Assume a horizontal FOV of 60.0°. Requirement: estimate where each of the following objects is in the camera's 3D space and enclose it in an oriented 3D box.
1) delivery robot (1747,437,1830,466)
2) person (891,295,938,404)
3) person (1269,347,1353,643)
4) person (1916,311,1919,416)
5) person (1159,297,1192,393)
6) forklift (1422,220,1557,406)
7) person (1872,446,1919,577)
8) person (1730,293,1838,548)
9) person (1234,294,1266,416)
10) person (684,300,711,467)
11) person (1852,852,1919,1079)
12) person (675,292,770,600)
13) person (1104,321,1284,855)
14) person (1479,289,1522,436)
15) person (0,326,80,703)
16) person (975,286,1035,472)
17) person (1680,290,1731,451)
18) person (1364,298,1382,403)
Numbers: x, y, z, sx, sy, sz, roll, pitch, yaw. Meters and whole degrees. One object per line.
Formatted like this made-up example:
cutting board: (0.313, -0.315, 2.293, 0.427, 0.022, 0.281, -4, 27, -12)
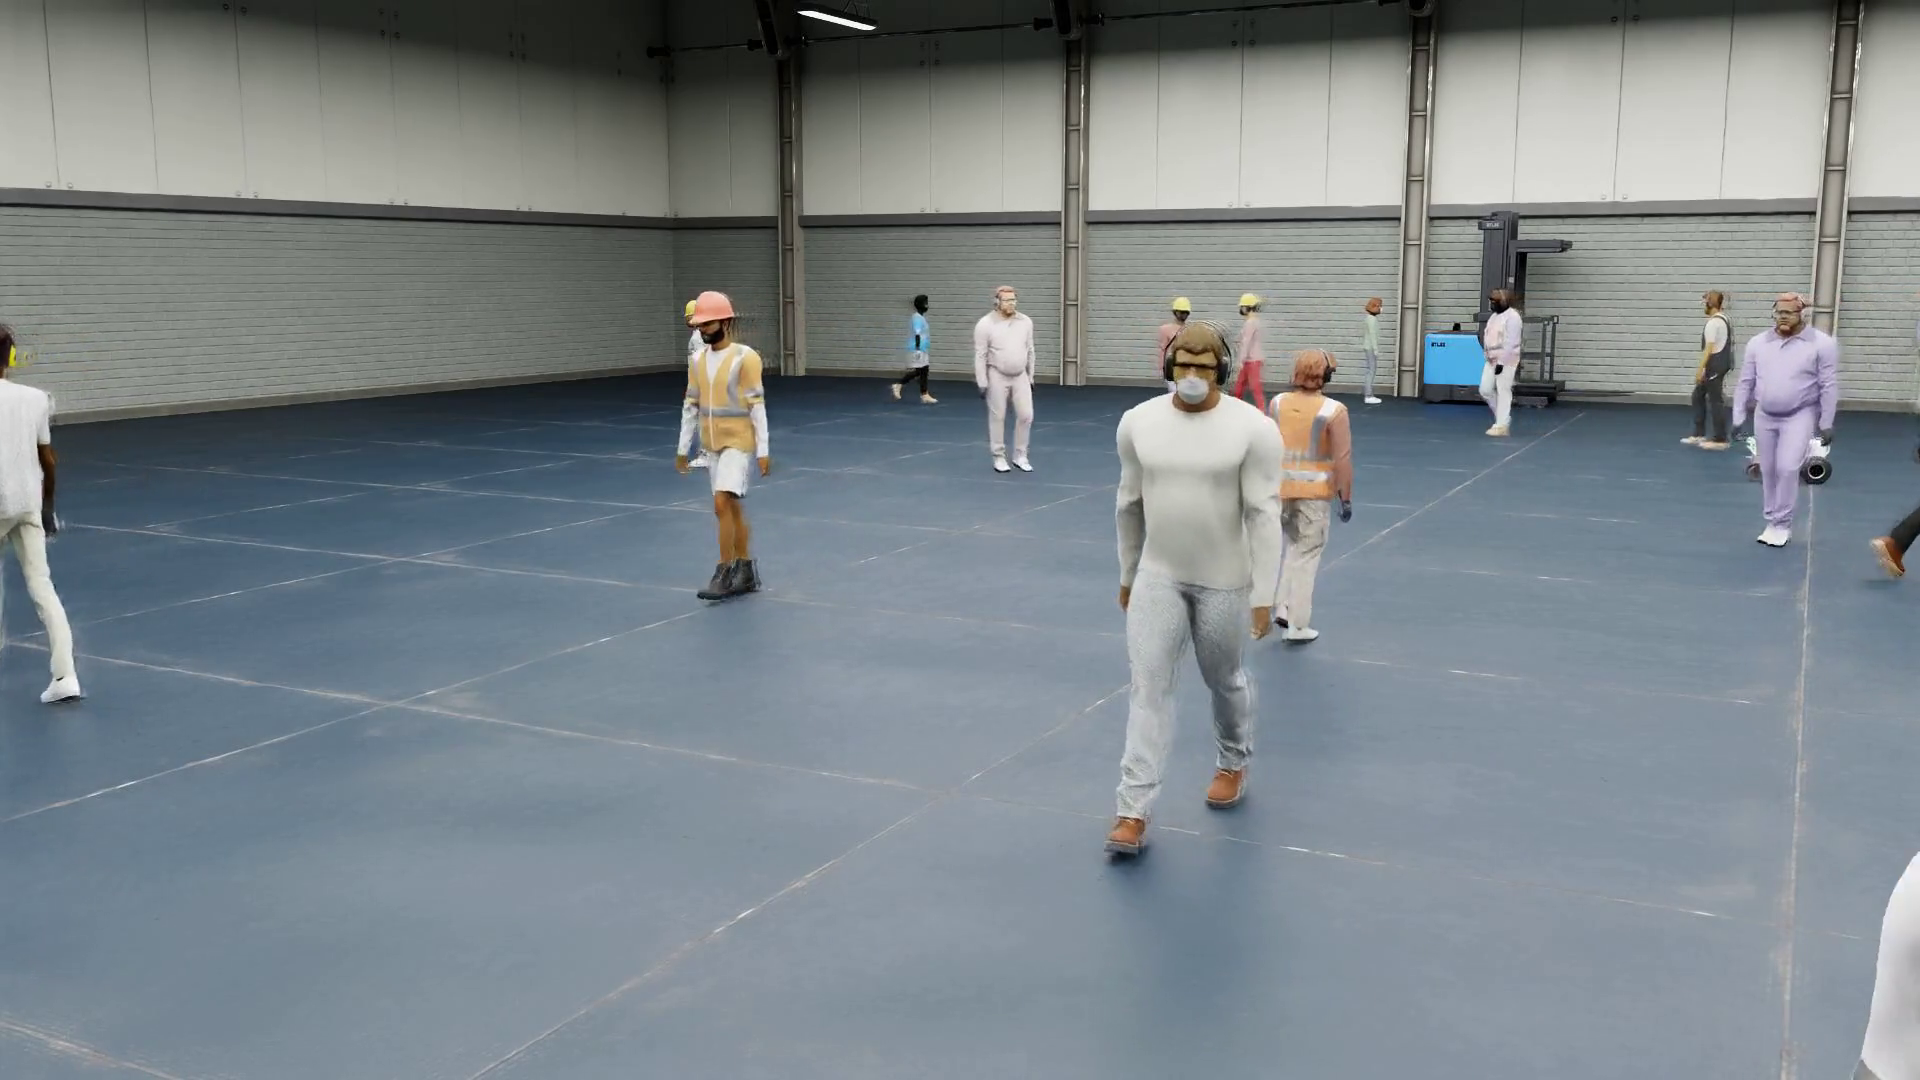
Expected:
delivery robot: (8.128, -0.892, 16.331, 0.707, 0.478, 0.477, 3, 10, 19)
person: (-0.702, -2.945, 25.684, 0.635, 1.684, 0.540, 1, 9, 6)
person: (1.932, -0.246, 9.189, 0.405, 1.623, 0.549, -8, 12, -41)
person: (13.841, -2.721, 23.486, 0.391, 1.948, 0.606, -8, 12, -42)
person: (2.664, -2.105, 20.341, 0.522, 1.743, 0.706, -2, 9, -14)
forklift: (8.245, -3.527, 25.720, 1.873, 2.768, 1.129, 5, 10, 27)
person: (6.581, -0.708, 11.045, 0.922, 1.969, 0.610, 0, 9, 0)
person: (6.077, -0.884, 12.359, 0.728, 1.880, 0.681, -8, 12, -41)
person: (3.626, -2.301, 21.511, 0.800, 1.733, 0.547, 2, 10, 15)
person: (-2.741, -1.646, 17.512, 0.309, 1.735, 0.484, 1, 9, 7)
person: (0.972, 0.885, 1.365, 0.906, 1.902, 0.577, -9, 13, -43)
person: (-1.535, -0.581, 10.388, 0.574, 1.908, 0.765, 7, 11, 36)
person: (0.864, 0.140, 6.087, 0.646, 1.879, 1.033, 4, 10, 24)
person: (6.725, -2.206, 20.716, 0.460, 1.821, 0.626, -2, 10, -14)
person: (-4.542, -0.133, 7.948, 0.994, 1.822, 0.544, 6, 11, 33)
person: (0.500, -1.620, 16.859, 0.685, 1.886, 0.629, -3, 10, -21)
person: (8.553, -1.949, 19.105, 0.684, 1.818, 0.536, 7, 11, 36)
person: (6.435, -2.949, 25.885, 0.303, 1.627, 0.509, 2, 9, 12)
